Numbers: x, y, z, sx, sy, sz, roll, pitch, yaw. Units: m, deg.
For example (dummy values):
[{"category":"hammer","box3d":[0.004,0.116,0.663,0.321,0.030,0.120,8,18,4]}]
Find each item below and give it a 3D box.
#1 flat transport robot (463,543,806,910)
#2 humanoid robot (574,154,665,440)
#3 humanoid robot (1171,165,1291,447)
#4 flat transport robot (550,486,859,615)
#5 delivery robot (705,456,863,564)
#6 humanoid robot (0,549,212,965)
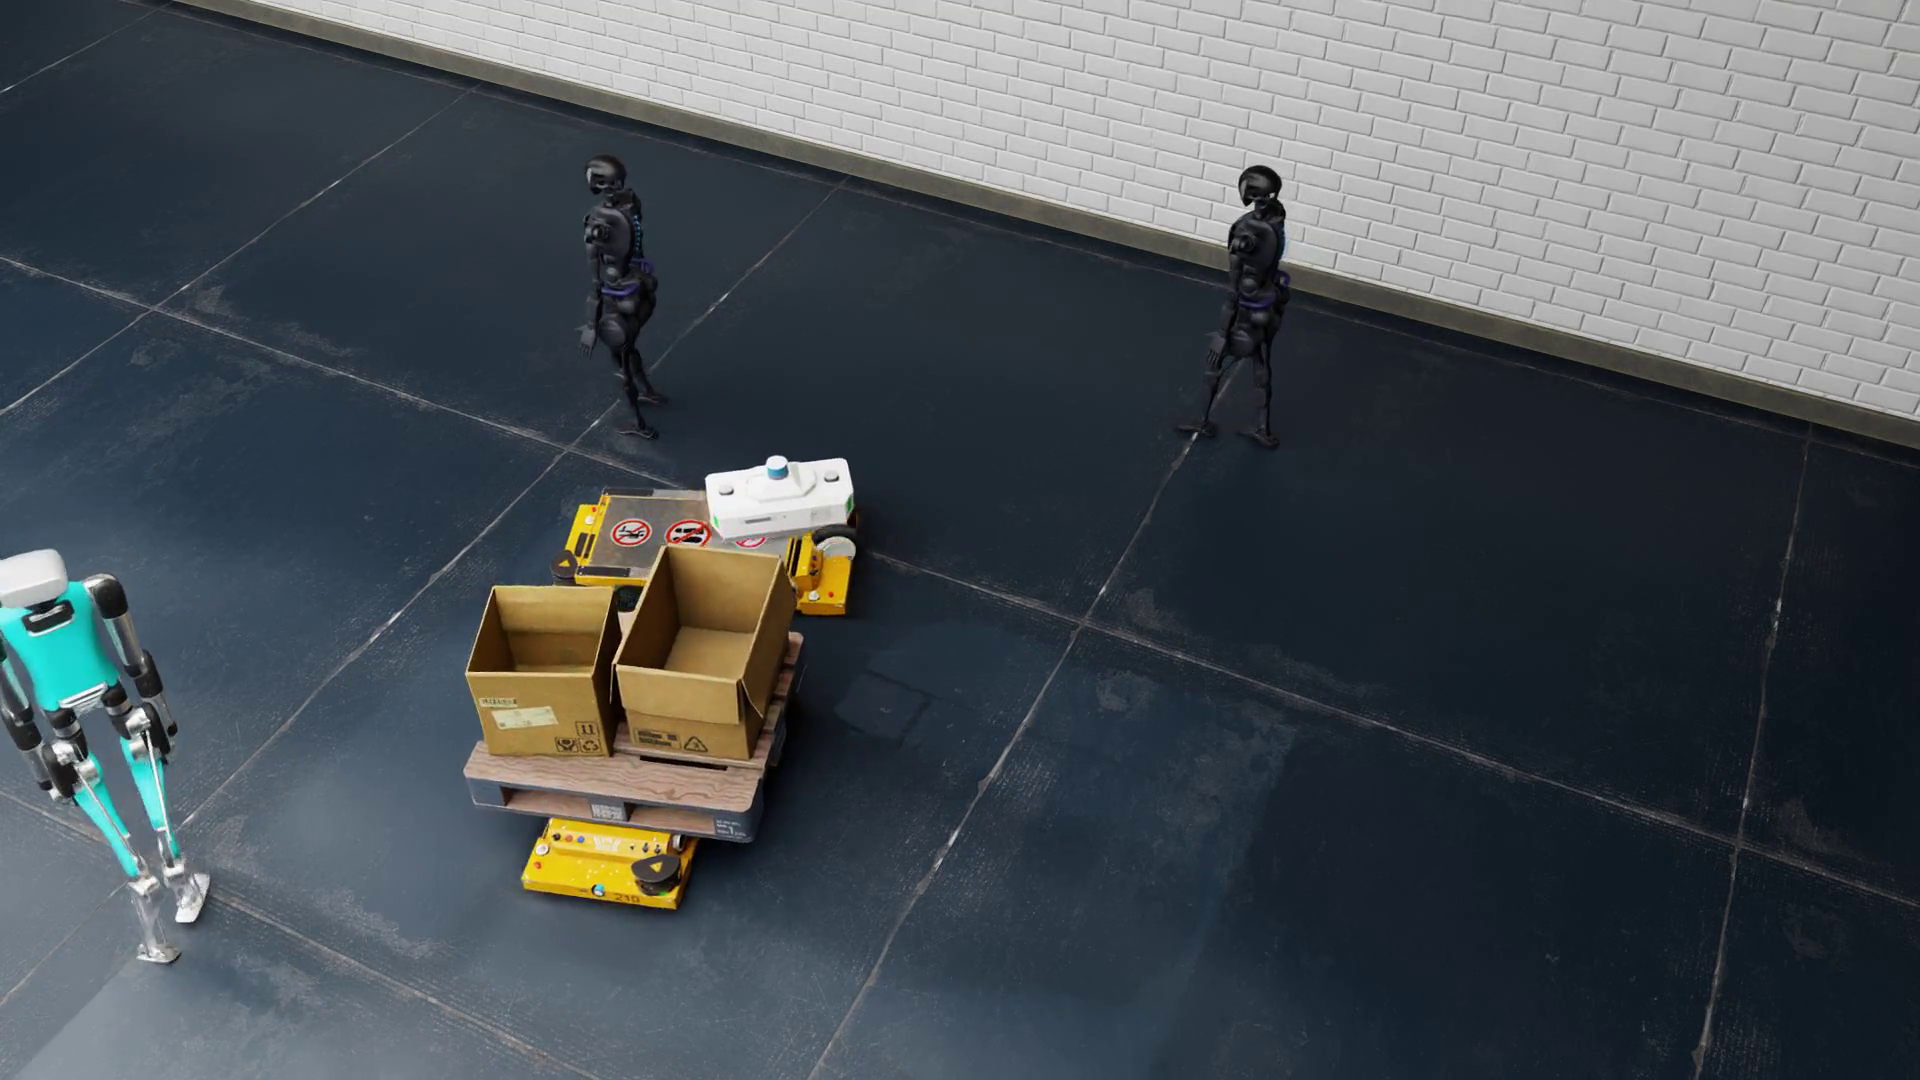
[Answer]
[{"category":"flat transport robot","box3d":[-1.352,0.934,7.248,0.659,0.231,1.431,6,43,7]},{"category":"humanoid robot","box3d":[-1.774,-1.221,8.534,0.386,1.655,0.601,12,44,12]},{"category":"humanoid robot","box3d":[1.456,-1.188,8.505,0.571,1.639,0.598,23,48,23]},{"category":"flat transport robot","box3d":[-1.243,0.054,8.197,1.431,0.231,0.659,2,43,3]},{"category":"delivery robot","box3d":[-0.864,-0.154,8.223,0.814,0.611,0.499,-8,43,-8]},{"category":"humanoid robot","box3d":[-3.118,0.901,6.209,0.603,1.786,0.813,-30,50,-28]}]
